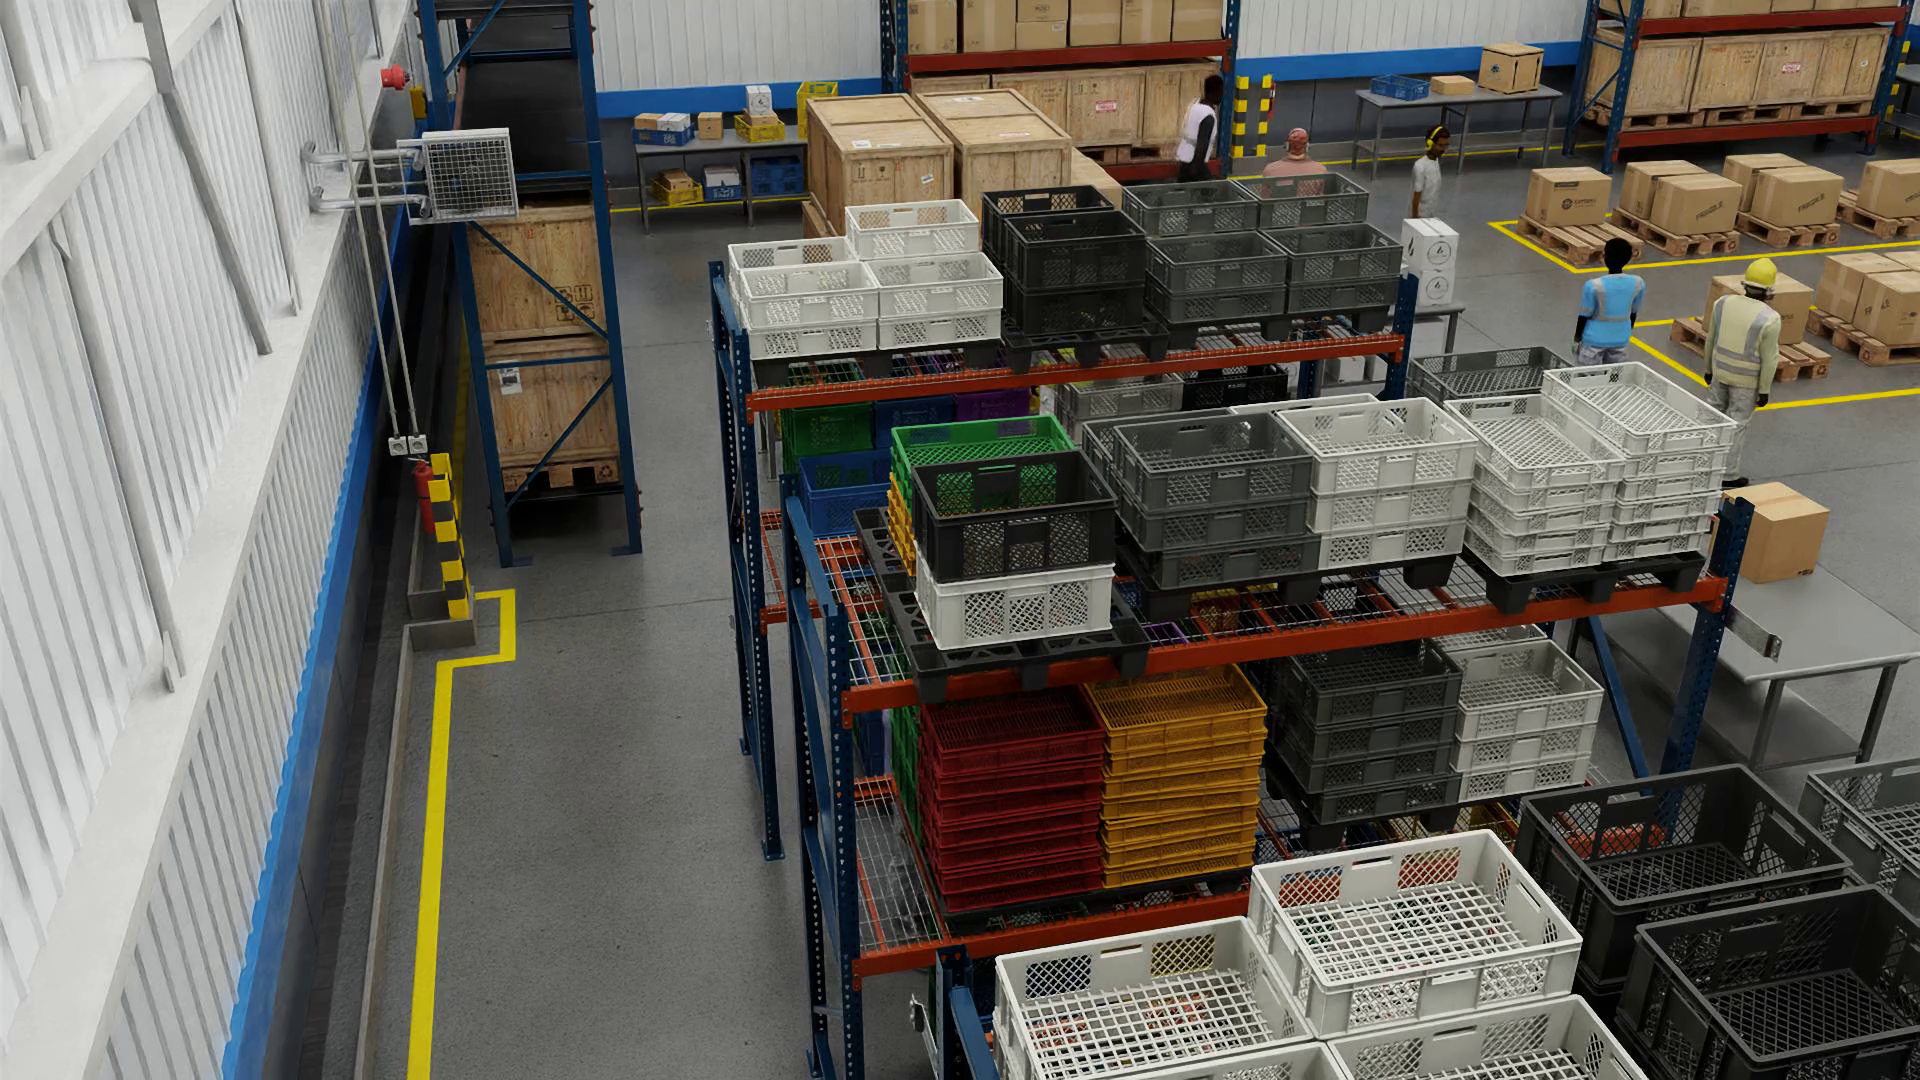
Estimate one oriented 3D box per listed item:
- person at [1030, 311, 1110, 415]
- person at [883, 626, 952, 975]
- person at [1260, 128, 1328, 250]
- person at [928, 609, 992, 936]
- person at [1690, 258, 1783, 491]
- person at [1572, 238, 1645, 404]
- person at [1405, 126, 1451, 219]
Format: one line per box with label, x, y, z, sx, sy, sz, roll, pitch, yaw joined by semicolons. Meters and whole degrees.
person;0.826;-1.216;12.652;0.629;1.843;0.429;5;28;9
person;-0.185;1.185;7.995;0.351;1.936;0.634;6;28;12
person;3.166;-2.997;15.975;0.644;1.900;0.402;3;28;5
person;-0.075;1.109;8.198;0.354;1.883;0.576;-14;31;-25
person;5.984;-1.273;12.765;0.404;1.834;0.600;-14;31;-24
person;5.267;-1.638;13.614;0.535;1.694;0.319;-4;28;-7
person;4.518;-3.102;16.212;0.328;1.861;0.521;16;32;27
